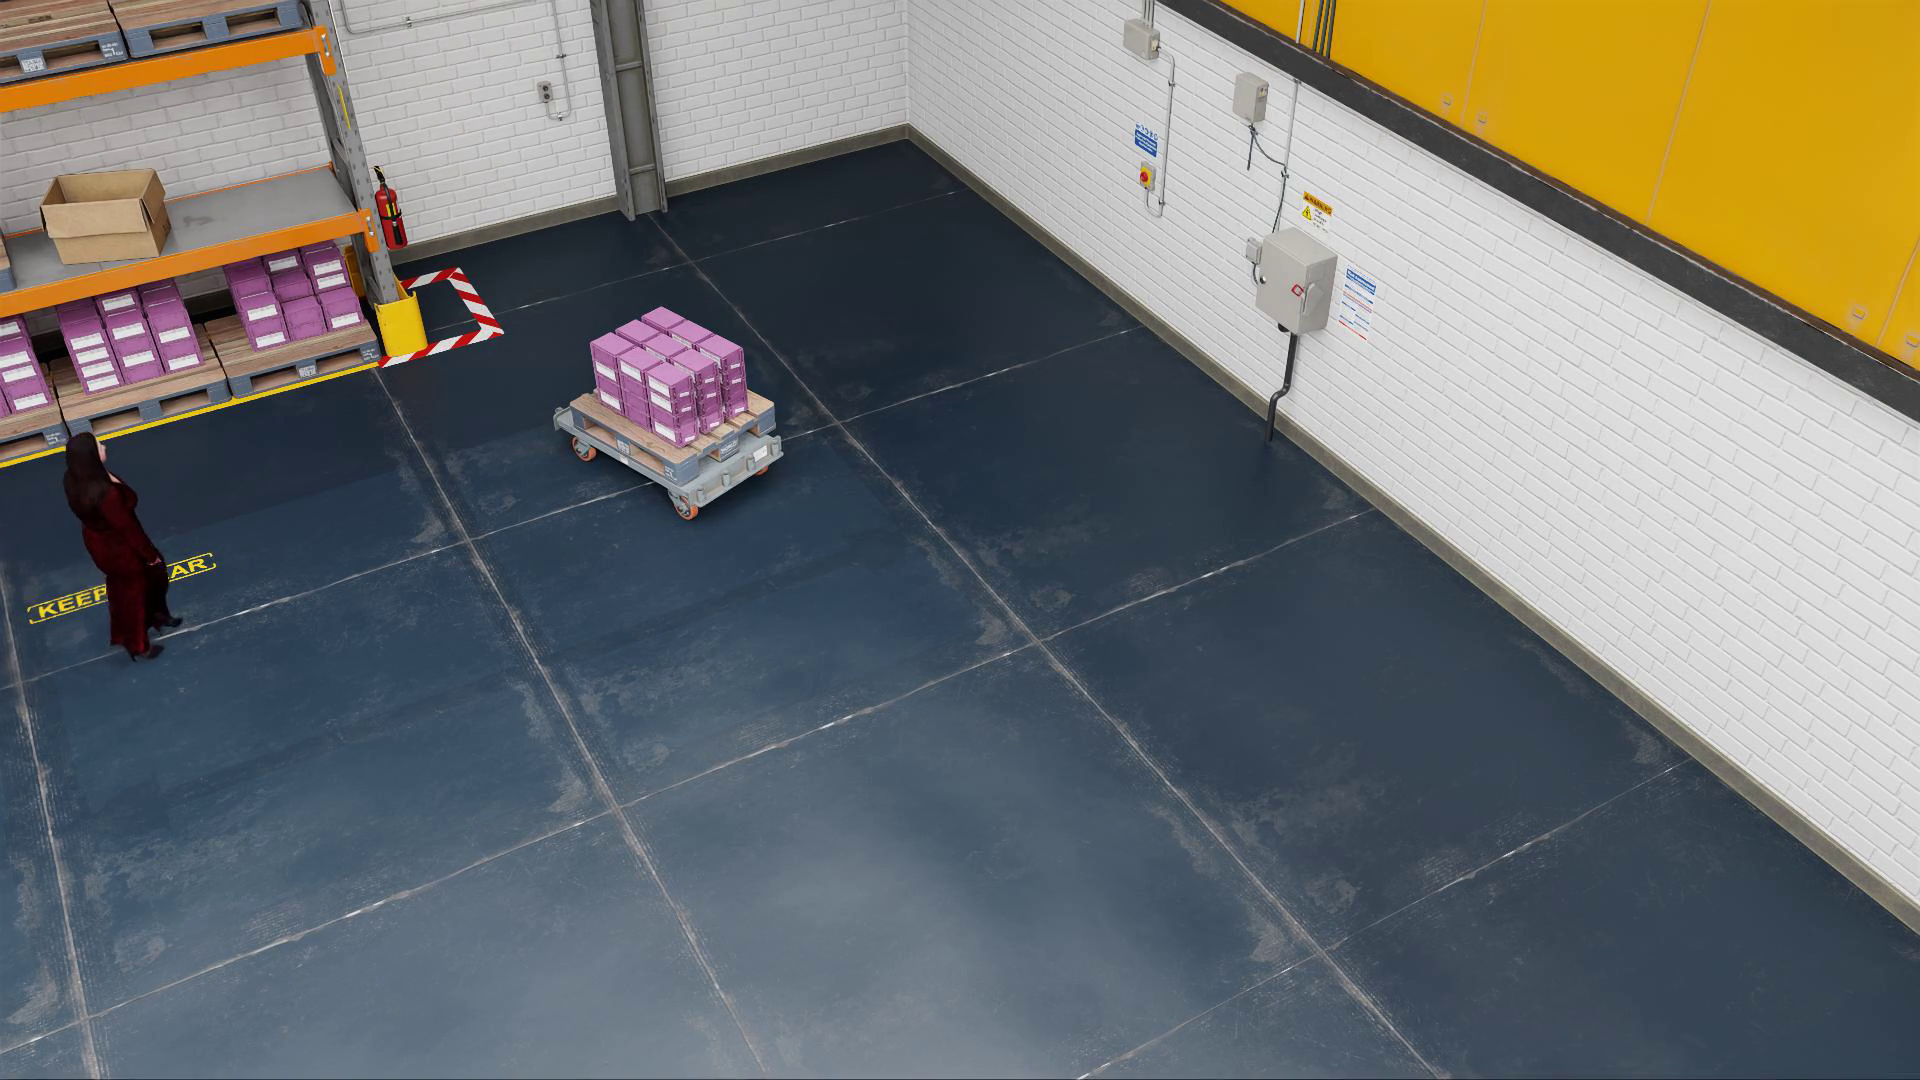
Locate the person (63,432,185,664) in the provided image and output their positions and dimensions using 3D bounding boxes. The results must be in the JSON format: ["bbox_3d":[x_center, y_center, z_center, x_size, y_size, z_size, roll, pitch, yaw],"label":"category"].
[{"bbox_3d":[-5.425,0.102,10.558,0.793,1.743,0.856,31,48,33],"label":"person"}]
